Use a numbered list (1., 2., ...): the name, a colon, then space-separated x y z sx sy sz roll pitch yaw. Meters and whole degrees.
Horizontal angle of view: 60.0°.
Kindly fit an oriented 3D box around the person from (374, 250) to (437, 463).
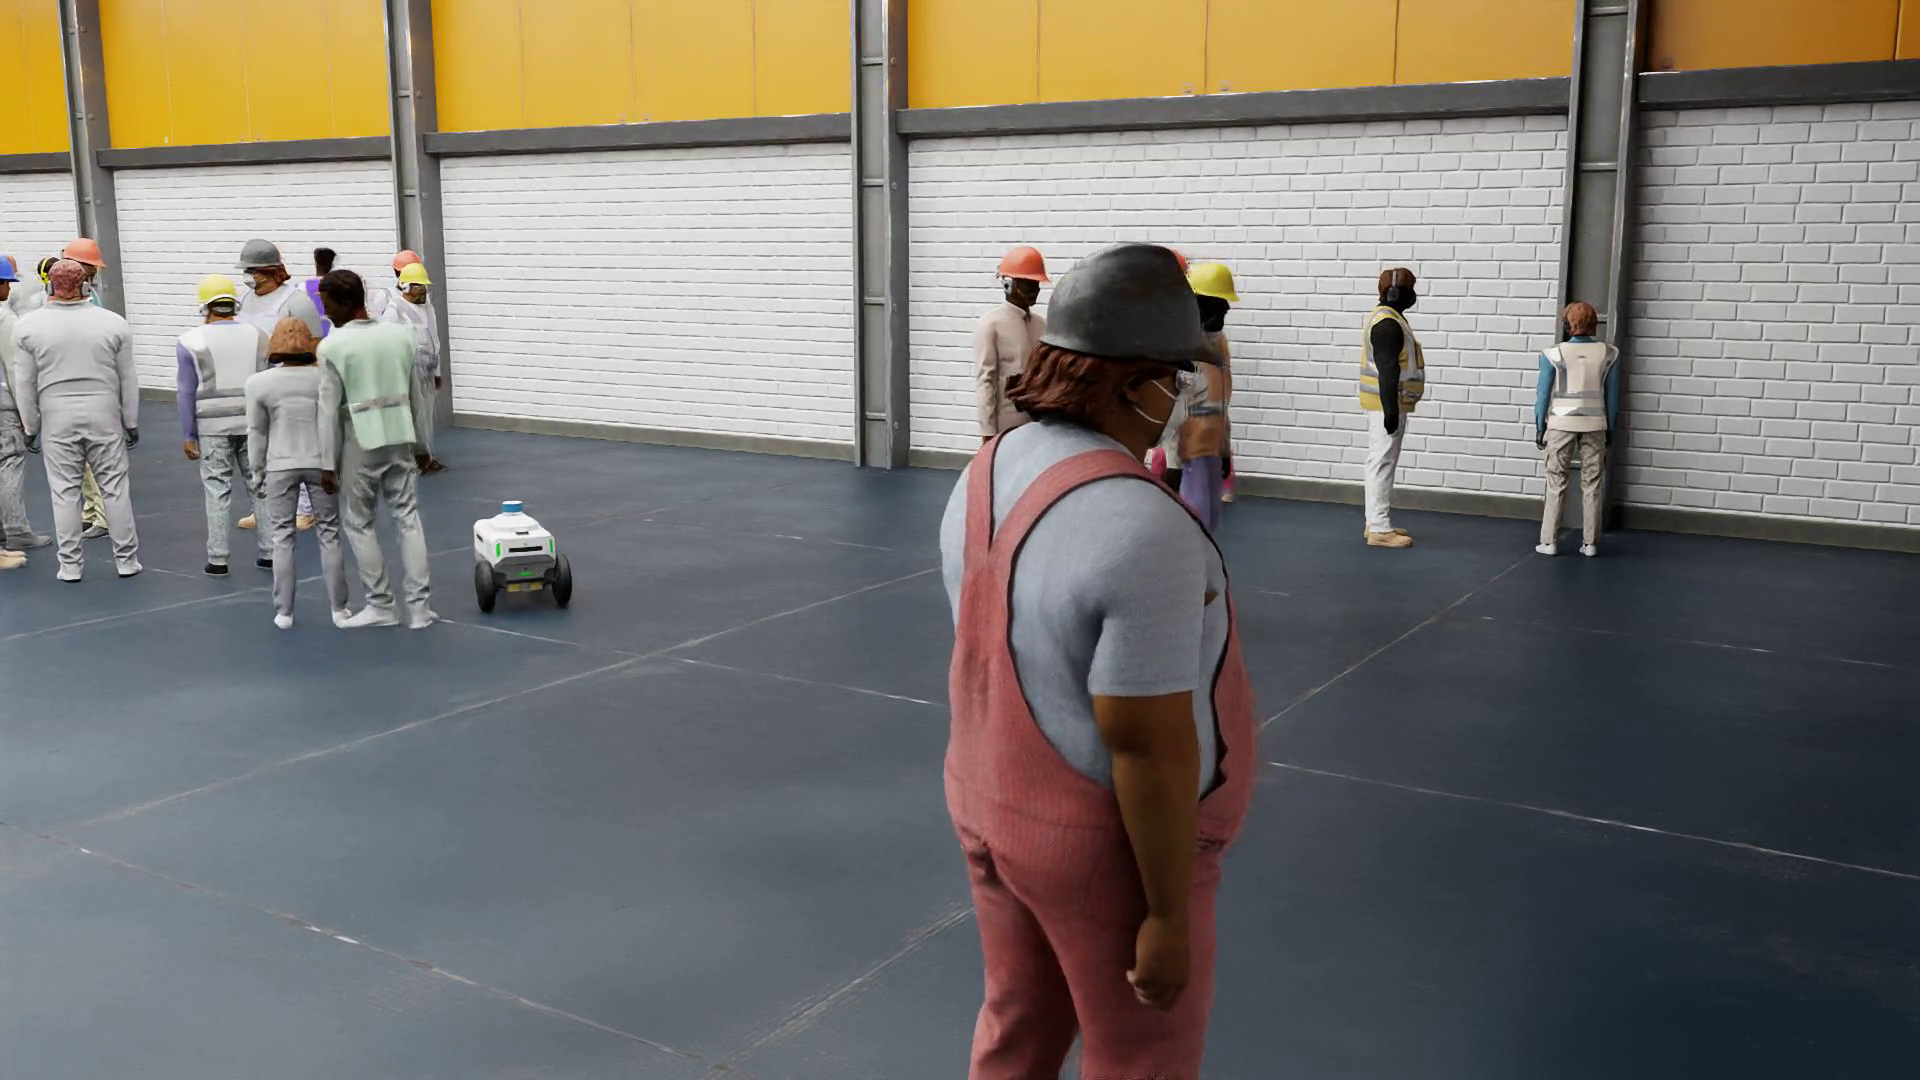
1. person: -4.887 -1.592 14.748 0.378 1.934 0.543 7 13 35

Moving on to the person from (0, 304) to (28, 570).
1. person: -5.985 -0.716 10.184 0.359 1.834 0.524 -7 13 -35

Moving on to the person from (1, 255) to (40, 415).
1. person: -10.792 -2.313 19.001 0.975 1.837 0.706 0 10 -2

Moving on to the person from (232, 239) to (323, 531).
1. person: -4.806 -1.071 11.567 0.689 2.000 0.537 4 11 19

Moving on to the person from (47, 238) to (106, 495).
1. person: -6.967 -1.379 13.292 0.391 2.034 0.605 -1 10 -4

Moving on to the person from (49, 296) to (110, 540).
1. person: -5.986 -0.883 11.322 0.321 1.750 0.561 -9 13 -40

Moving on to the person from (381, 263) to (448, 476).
1. person: -4.686 -1.464 14.339 0.403 1.826 0.592 4 11 20

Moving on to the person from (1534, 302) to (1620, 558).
1. person: 3.928 -0.695 10.620 0.514 1.634 0.313 1 10 6

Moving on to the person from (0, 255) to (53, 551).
1. person: -6.273 -0.894 10.877 0.604 1.939 0.415 6 12 30

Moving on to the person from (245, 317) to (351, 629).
1. person: -3.462 -0.351 8.736 0.500 1.626 0.302 -5 11 -24

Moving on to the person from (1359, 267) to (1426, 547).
1. person: 2.874 -0.884 11.080 0.429 1.843 0.630 2 10 12

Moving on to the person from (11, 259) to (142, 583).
1. person: -5.225 -0.700 9.882 0.642 1.908 0.399 -6 12 -28

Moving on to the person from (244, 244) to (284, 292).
1. person: -7.072 -2.047 17.096 0.611 1.996 0.378 7 12 33

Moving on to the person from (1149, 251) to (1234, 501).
1. person: 1.675 -1.236 12.754 0.958 1.927 0.720 2 10 11

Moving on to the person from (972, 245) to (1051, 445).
1. person: 0.310 -0.605 9.116 0.380 1.993 0.610 8 13 36

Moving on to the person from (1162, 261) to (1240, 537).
1. person: 1.222 -0.481 8.650 0.547 1.915 0.597 7 12 35

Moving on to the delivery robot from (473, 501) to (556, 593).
1. delivery robot: -2.512 0.024 9.356 0.477 0.478 0.707 -5 11 -25

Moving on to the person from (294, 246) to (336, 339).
1. person: -6.829 -2.173 17.897 0.654 1.960 0.407 -2 10 -11

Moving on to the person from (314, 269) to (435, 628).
1. person: -3.006 -0.465 8.688 0.500 1.877 0.631 7 12 34

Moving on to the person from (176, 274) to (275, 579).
1. person: -4.411 -0.684 10.043 0.592 1.824 0.407 -9 14 -42
